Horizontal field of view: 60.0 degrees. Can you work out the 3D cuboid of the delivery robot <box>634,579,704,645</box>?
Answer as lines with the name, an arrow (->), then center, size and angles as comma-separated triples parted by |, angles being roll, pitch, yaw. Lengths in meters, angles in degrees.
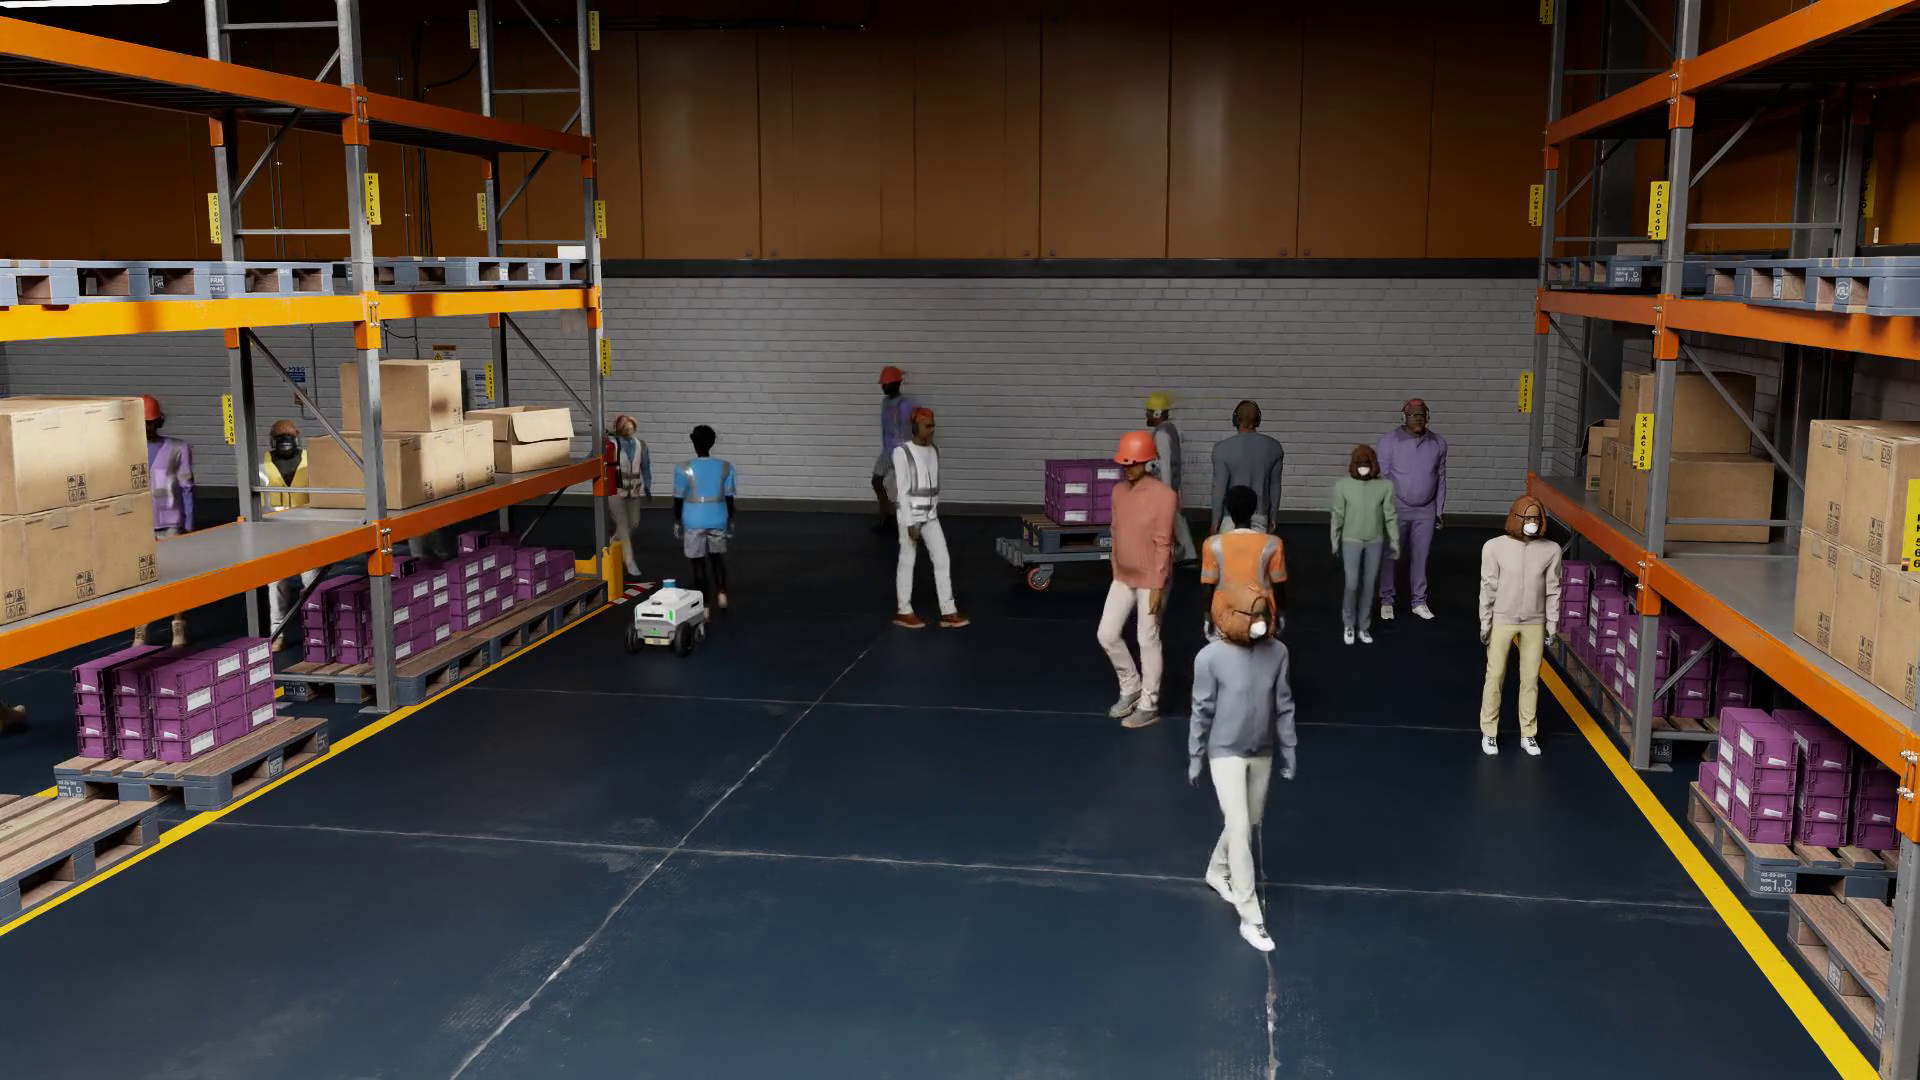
delivery robot -> -2.288, 0.554, 13.115 | 0.477, 0.478, 0.707 | 2, 9, 12

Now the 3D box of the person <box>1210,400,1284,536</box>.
person -> 2.346, -0.187, 13.718 | 0.630, 1.940, 0.372 | -3, 10, -17

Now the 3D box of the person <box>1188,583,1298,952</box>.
person -> 1.292, 0.976, 7.592 | 0.516, 1.602, 0.767 | -4, 10, -24

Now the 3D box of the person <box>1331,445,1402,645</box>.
person -> 3.238, 0.047, 13.288 | 0.519, 1.613, 0.482 | 0, 9, 0

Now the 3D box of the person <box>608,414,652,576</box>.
person -> -3.367, -0.476, 16.525 | 0.532, 1.601, 0.760 | -8, 12, -42

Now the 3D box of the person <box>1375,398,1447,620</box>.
person -> 3.872, -0.262, 14.274 | 0.643, 1.909, 0.410 | -1, 9, -7

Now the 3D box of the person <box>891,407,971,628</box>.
person -> -0.251, -0.157, 13.784 | 0.758, 1.861, 0.587 | 8, 12, 42

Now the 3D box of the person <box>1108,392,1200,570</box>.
person -> 1.982, -0.581, 16.619 | 0.930, 1.781, 0.612 | 3, 10, 15

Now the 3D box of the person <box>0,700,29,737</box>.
person -> -6.067, 0.313, 10.411 | 0.647, 2.006, 0.930 | 1, 9, 7

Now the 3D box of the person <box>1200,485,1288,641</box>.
person -> 1.770, 0.481, 10.437 | 0.533, 1.659, 0.865 | 3, 10, 15

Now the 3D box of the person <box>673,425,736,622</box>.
person -> -2.191, -0.141, 14.225 | 0.537, 1.683, 0.379 | -5, 10, -28

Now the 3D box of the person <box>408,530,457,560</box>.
person -> -5.041, -0.474, 15.555 | 0.621, 1.923, 0.489 | 5, 11, 29

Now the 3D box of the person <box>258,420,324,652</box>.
person -> -5.258, -0.031, 13.098 | 0.626, 1.836, 0.430 | -4, 10, -21

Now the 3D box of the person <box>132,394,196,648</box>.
person -> -6.347, -0.133, 13.103 | 0.611, 2.035, 0.389 | -3, 10, -17

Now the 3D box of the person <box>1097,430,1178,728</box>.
person -> 1.157, 0.263, 10.872 | 0.434, 1.966, 0.612 | -8, 12, -40

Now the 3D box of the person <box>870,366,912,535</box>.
person -> -0.794, -0.995, 18.725 | 0.636, 1.919, 0.558 | -6, 11, -33

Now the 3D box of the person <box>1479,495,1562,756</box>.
person -> 3.451, 0.527, 10.277 | 0.496, 1.629, 0.277 | 0, 9, 2
